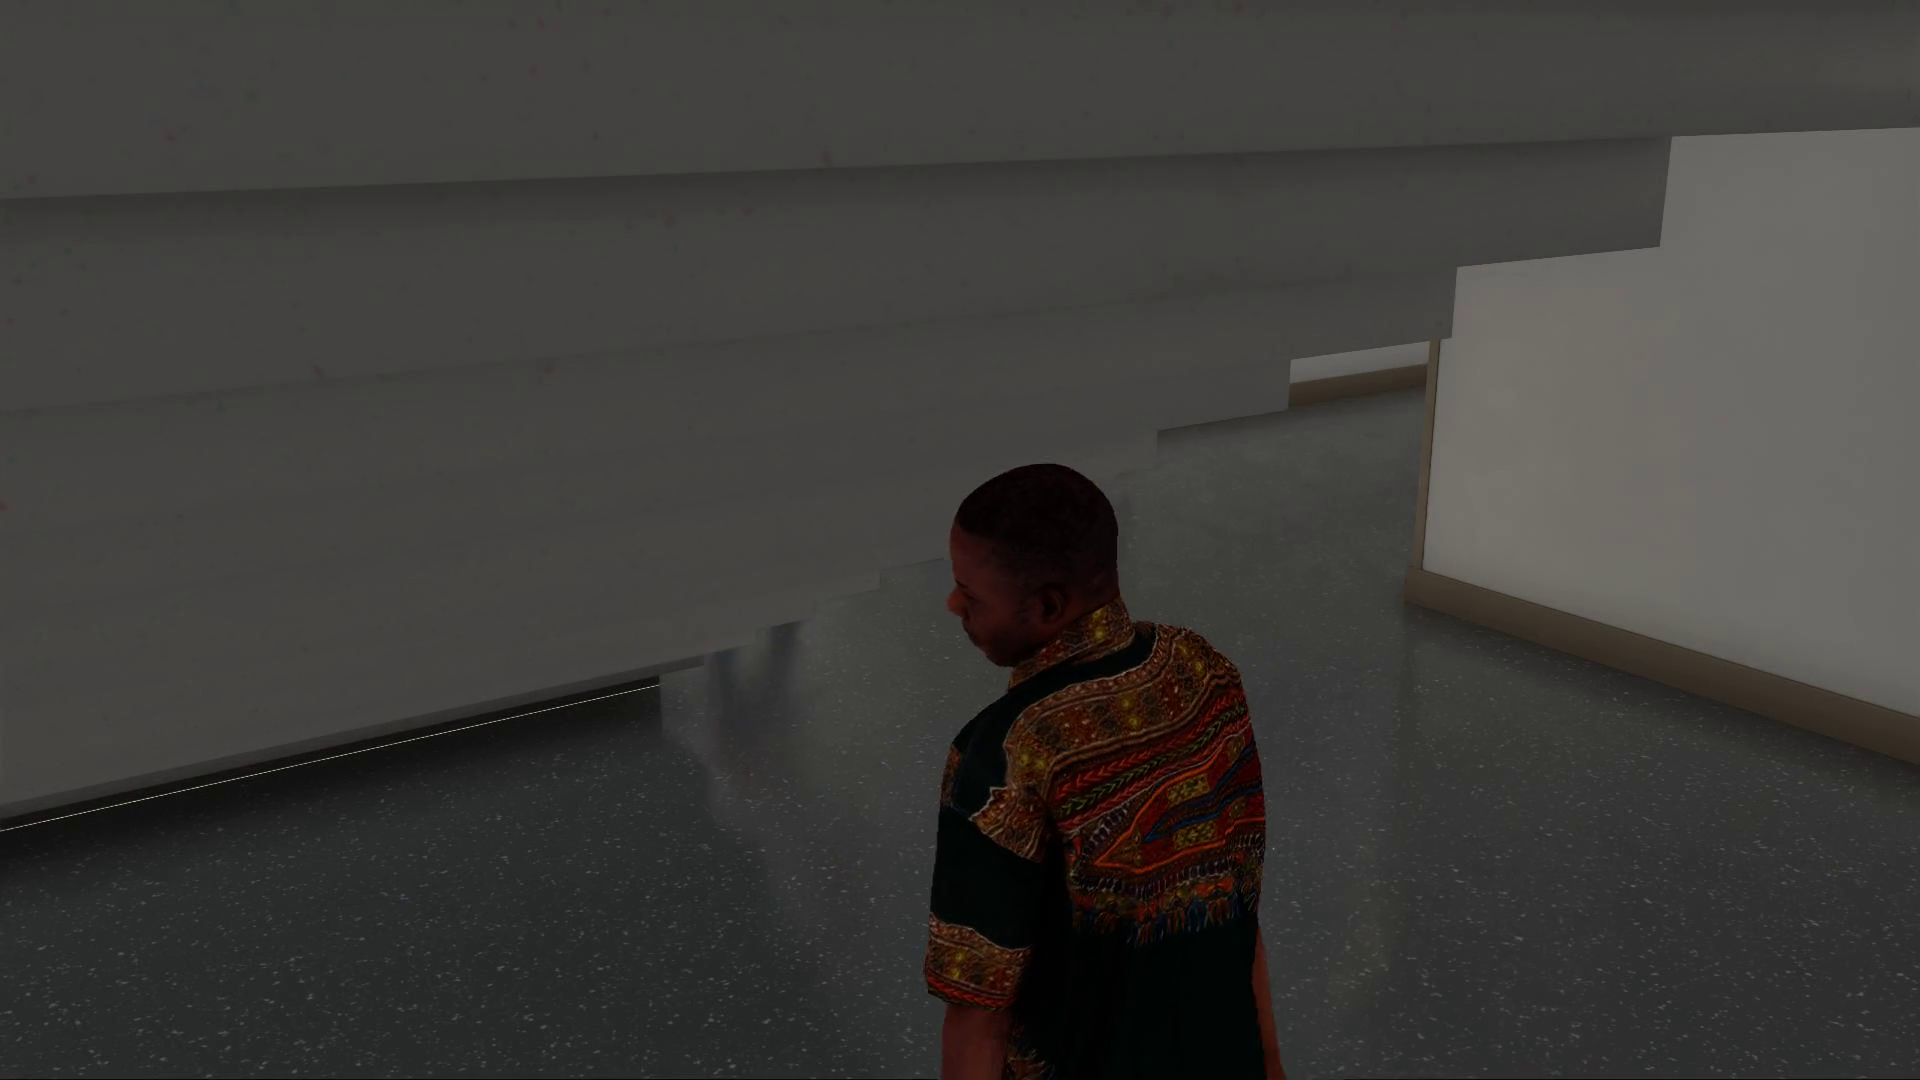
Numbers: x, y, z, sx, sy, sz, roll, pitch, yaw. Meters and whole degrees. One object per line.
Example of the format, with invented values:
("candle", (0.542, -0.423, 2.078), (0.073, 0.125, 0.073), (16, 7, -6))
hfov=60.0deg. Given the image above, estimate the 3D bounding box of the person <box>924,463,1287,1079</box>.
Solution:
("person", (0.273, 0.781, 2.273), (0.798, 1.767, 0.724), (-10, 18, -31))
